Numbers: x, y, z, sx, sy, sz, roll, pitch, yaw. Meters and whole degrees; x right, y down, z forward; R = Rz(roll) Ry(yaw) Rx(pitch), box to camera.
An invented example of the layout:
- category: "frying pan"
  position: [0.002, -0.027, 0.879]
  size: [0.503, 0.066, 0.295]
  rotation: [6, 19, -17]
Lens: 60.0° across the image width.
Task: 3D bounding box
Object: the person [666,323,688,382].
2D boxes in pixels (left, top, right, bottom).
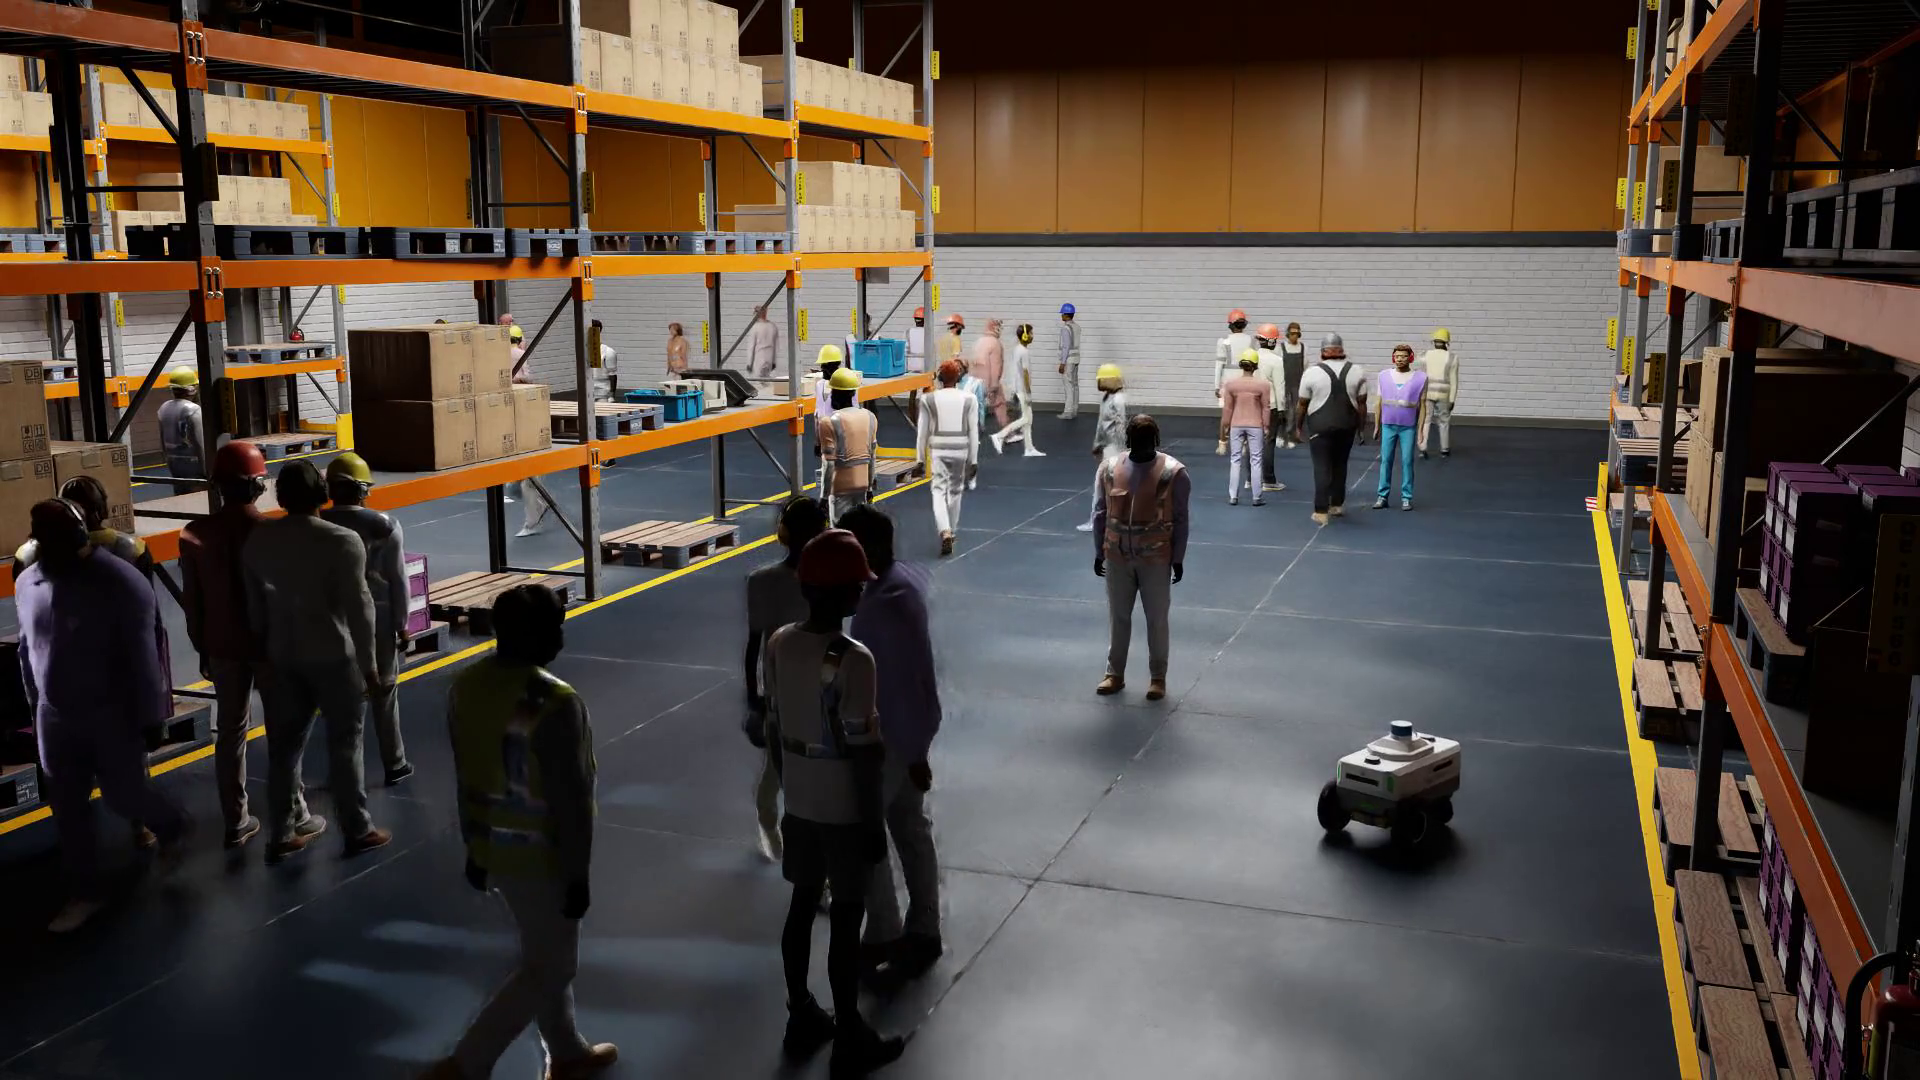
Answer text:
- category: "person"
  position: [-4.763, -2.851, 28.029]
  size: [0.377, 1.623, 0.541]
  rotation: [-9, 14, -42]

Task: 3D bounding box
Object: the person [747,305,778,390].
- category: "person"
  position: [-3.421, -3.106, 28.737]
  size: [0.675, 1.896, 0.668]
  rotation: [9, 13, 40]

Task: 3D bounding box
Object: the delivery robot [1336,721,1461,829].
- category: "delivery robot"
  position: [2.194, 1.145, 8.291]
  size: [0.707, 0.478, 0.477]
  rotation: [-10, 14, -44]

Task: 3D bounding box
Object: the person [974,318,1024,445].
- category: "person"
  position: [0.483, -2.303, 24.307]
  size: [0.985, 1.844, 0.673]
  rotation: [-6, 12, -32]

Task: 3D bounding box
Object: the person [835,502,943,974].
- category: "person"
  position: [-0.327, 0.794, 6.749]
  size: [0.589, 1.909, 0.641]
  rotation: [1, 10, 3]

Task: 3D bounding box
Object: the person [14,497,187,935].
- category: "person"
  position: [-3.744, 0.712, 7.276]
  size: [0.670, 1.876, 0.698]
  rotation: [1, 10, 8]

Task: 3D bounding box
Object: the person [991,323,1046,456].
- category: "person"
  position: [0.821, -2.056, 22.933]
  size: [0.701, 1.856, 0.524]
  rotation: [-1, 10, -8]

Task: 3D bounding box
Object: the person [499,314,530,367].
- category: "person"
  position: [-6.729, -2.422, 24.841]
  size: [0.652, 1.906, 0.402]
  rotation: [1, 10, 6]

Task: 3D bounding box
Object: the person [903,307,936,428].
- category: "person"
  position: [-0.637, -2.759, 26.652]
  size: [0.551, 1.934, 0.375]
  rotation: [3, 10, 14]

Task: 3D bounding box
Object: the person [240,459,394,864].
- category: "person"
  position: [-3.067, 0.587, 7.892]
  size: [0.671, 1.930, 0.491]
  rotation: [2, 10, 12]

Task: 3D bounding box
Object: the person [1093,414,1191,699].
- category: "person"
  position: [1.156, 0.104, 10.783]
  size: [0.633, 1.846, 0.429]
  rotation: [4, 11, 22]

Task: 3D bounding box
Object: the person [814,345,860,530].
- category: "person"
  position: [-1.280, -1.016, 16.860]
  size: [0.594, 1.924, 0.383]
  rotation: [10, 14, 43]

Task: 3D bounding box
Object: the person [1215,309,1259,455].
- category: "person"
  position: [3.834, -2.190, 23.162]
  size: [0.612, 2.041, 0.410]
  rotation: [-1, 10, -7]

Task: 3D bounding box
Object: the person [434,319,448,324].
- category: "person"
  position: [-7.395, -2.230, 23.862]
  size: [0.515, 1.872, 0.328]
  rotation: [2, 10, 9]

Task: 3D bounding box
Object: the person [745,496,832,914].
- category: "person"
  position: [-0.766, 0.688, 7.549]
  size: [0.526, 1.832, 0.893]
  rotation: [-4, 11, -23]

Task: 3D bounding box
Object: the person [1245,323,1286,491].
- category: "person"
  position: [3.646, -1.587, 19.884]
  size: [0.381, 1.994, 0.622]
  rotation: [-8, 13, -37]

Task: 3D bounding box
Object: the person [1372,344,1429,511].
- category: "person"
  position: [4.865, -1.247, 18.387]
  size: [0.564, 1.848, 0.388]
  rotation: [5, 11, 26]

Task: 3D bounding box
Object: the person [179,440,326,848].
- category: "person"
  position: [-3.424, 0.512, 8.060]
  size: [0.612, 1.997, 0.376]
  rotation: [0, 10, 1]

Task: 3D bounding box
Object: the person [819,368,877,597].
- category: "person"
  position: [-0.931, -0.443, 13.624]
  size: [0.356, 1.930, 0.592]
  rotation: [9, 13, 41]

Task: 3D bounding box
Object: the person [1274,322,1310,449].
- category: "person"
  position: [4.761, -2.205, 23.857]
  size: [0.506, 1.828, 0.424]
  rotation: [-1, 10, -6]

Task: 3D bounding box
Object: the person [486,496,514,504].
- category: "person"
  position: [-5.269, -1.232, 18.901]
  size: [0.270, 1.632, 0.504]
  rotation: [-5, 11, -24]

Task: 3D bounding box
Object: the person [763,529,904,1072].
- category: "person"
  position: [-0.451, 0.919, 5.933]
  size: [0.545, 1.938, 0.362]
  rotation: [10, 14, 43]

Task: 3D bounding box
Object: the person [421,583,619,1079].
- category: "person"
  position: [-1.496, 1.053, 5.539]
  size: [0.629, 1.817, 0.777]
  rotation: [9, 13, 41]

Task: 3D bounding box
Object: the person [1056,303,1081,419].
- category: "person"
  position: [1.833, -3.014, 28.050]
  size: [0.389, 1.949, 0.604]
  rotation: [5, 11, 24]

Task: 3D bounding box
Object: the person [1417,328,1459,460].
- category: "person"
  position: [6.516, -1.995, 22.736]
  size: [0.591, 1.802, 0.799]
  rotation: [5, 11, 26]

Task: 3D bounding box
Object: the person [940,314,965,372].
- category: "person"
  position: [-0.174, -2.435, 24.953]
  size: [0.645, 1.893, 0.626]
  rotation: [-4, 11, -20]

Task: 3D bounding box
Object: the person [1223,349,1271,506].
- category: "person"
  position: [3.222, -1.259, 18.686]
  size: [0.526, 1.768, 0.331]
  rotation: [4, 11, 20]

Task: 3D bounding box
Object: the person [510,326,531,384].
- category: "person"
  position: [-6.356, -2.186, 23.903]
  size: [0.532, 1.770, 0.306]
  rotation: [6, 12, 31]

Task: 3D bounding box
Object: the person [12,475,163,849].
- category: "person"
  position: [-4.170, 0.602, 8.035]
  size: [0.622, 1.835, 0.430]
  rotation: [-2, 10, -12]

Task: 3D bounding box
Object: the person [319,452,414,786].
- category: "person"
  position: [-3.258, 0.440, 8.966]
  size: [0.591, 1.819, 0.404]
  rotation: [-1, 10, -7]

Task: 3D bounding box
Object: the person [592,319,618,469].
- category: "person"
  position: [-4.747, -1.910, 21.787]
  size: [0.614, 1.963, 0.362]
  rotation: [7, 12, 34]

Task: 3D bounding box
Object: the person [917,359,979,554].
- category: "person"
  position: [-0.111, -0.803, 15.882]
  size: [0.584, 1.855, 0.884]
  rotation: [-1, 10, -6]

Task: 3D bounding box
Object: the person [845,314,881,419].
- category: "person"
  position: [-1.512, -2.663, 26.340]
  size: [0.606, 1.871, 0.959]
  rotation: [2, 10, 11]

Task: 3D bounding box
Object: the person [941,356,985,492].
- category: "person"
  position: [0.011, -1.356, 19.601]
  size: [0.548, 1.623, 0.375]
  rotation: [3, 10, 14]

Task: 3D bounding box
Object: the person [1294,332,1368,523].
- category: "person"
  position: [3.930, -1.221, 17.695]
  size: [0.721, 2.000, 0.714]
  rotation: [-1, 10, -3]

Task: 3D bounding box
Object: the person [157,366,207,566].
- category: "person"
  position: [-6.981, -0.661, 15.118]
  size: [0.595, 1.837, 0.404]
  rotation: [6, 12, 29]

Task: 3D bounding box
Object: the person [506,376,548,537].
- category: "person"
  position: [-4.358, -0.851, 16.791]
  size: [0.526, 1.627, 0.459]
  rotation: [7, 12, 33]

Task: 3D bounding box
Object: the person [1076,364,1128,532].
- category: "person"
  position: [1.470, -0.935, 17.007]
  size: [0.774, 1.710, 0.508]
  rotation: [-2, 10, -11]

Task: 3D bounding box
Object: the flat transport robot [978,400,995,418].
- category: "flat transport robot"
  position: [0.240, -2.270, 28.589]
  size: [0.652, 0.197, 1.431]
  rotation: [4, 11, 21]
